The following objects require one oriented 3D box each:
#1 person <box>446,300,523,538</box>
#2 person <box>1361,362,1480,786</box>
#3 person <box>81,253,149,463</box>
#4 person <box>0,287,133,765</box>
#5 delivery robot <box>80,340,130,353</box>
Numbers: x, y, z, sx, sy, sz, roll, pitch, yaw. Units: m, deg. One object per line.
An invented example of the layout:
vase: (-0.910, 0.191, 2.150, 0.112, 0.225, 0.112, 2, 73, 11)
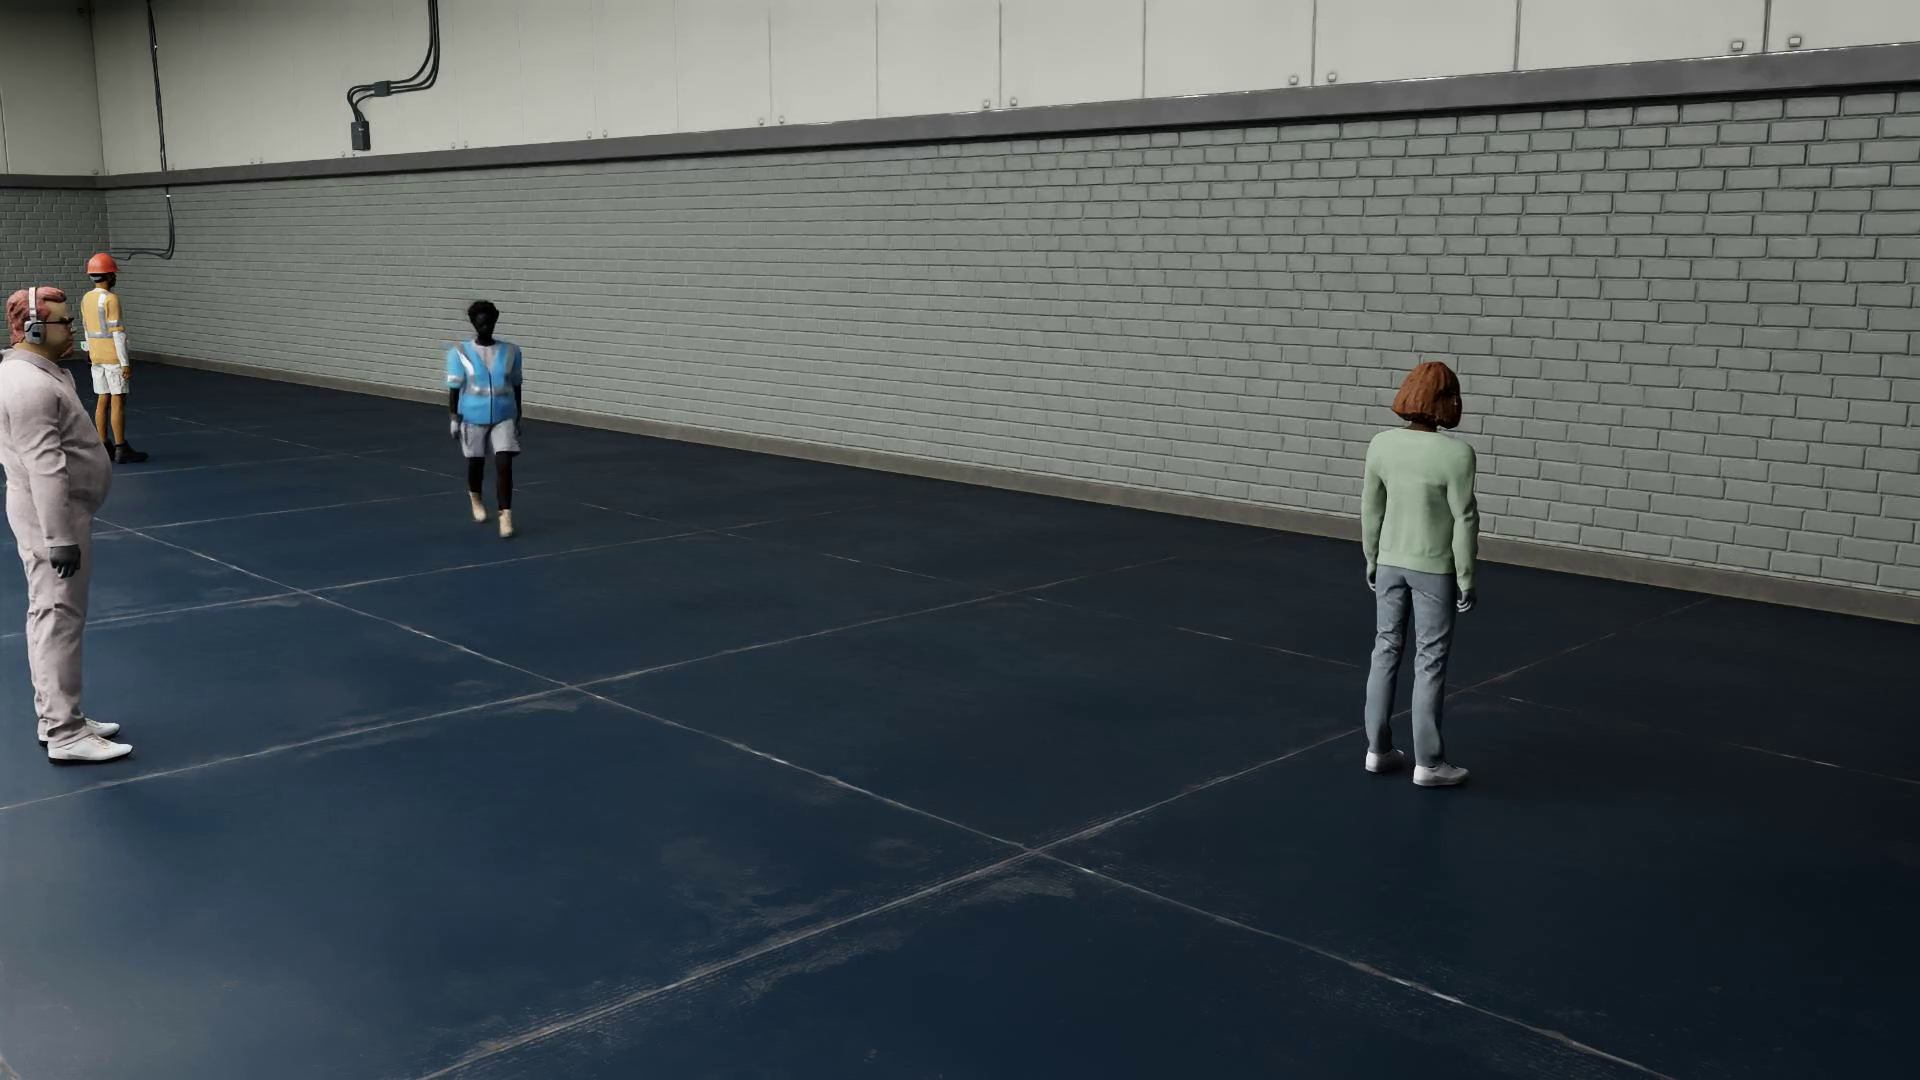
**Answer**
person: (-3.398, -0.892, 11.920, 0.537, 1.664, 0.821, -4, 11, -23)
person: (1.780, 0.127, 6.445, 0.268, 1.632, 0.509, -8, 13, -37)
person: (-7.947, -1.701, 15.571, 0.545, 1.942, 0.351, 7, 12, 32)
person: (-3.638, -0.061, 6.726, 0.409, 1.907, 0.651, -7, 12, -32)
delivery robot: (-13.916, -3.144, 27.087, 0.707, 0.478, 0.477, -6, 12, -31)
